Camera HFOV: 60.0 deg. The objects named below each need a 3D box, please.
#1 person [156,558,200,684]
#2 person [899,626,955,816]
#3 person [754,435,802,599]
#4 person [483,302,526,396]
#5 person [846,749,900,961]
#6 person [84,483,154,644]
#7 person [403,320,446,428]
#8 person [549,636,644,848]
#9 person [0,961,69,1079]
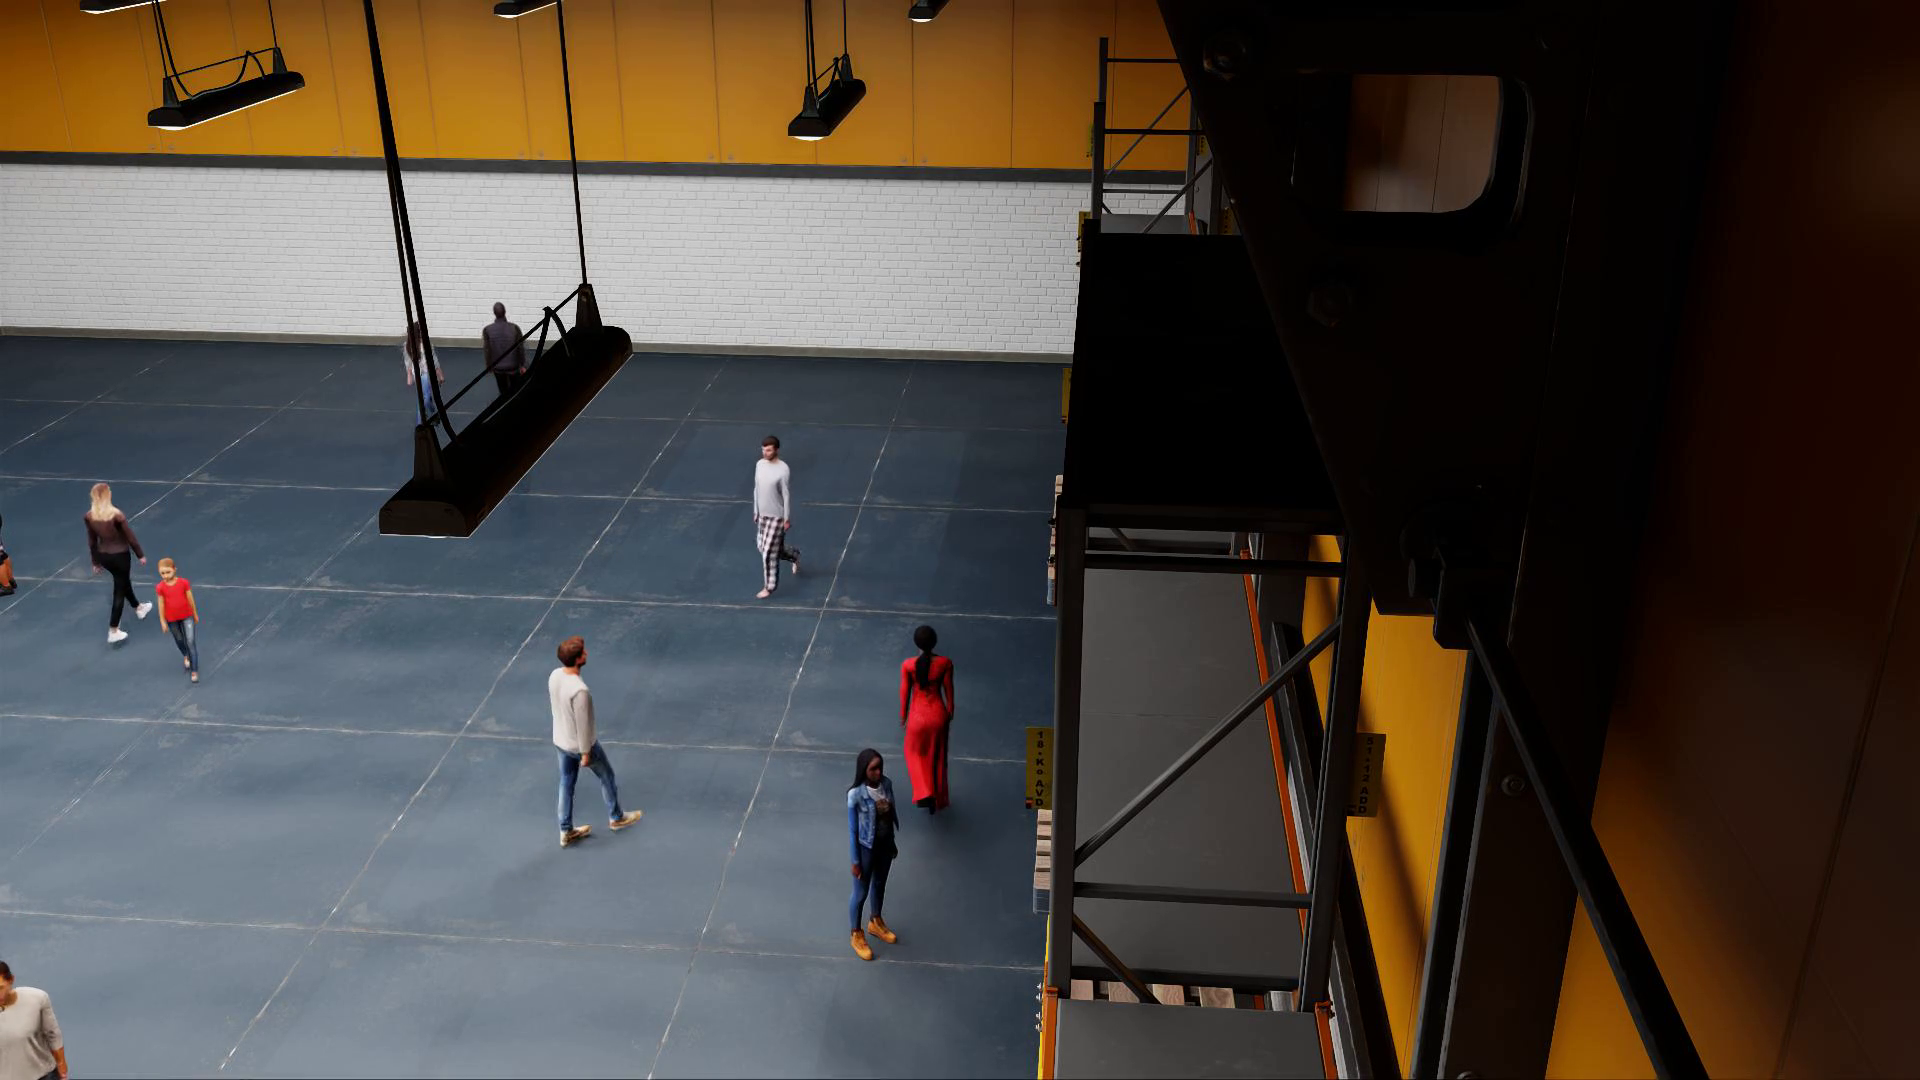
[{"bbox_3d":[-7.829,0.761,16.672,0.741,1.275,0.960,-9,25,-19],"label":"person"},{"bbox_3d":[-0.276,1.588,14.158,0.722,1.774,0.775,-4,24,-8],"label":"person"},{"bbox_3d":[-2.033,-0.303,18.420,0.972,1.826,1.114,17,29,34],"label":"person"},{"bbox_3d":[-6.348,-2.395,23.211,0.809,1.821,0.824,-6,24,-13],"label":"person"},{"bbox_3d":[-0.669,2.329,12.541,0.739,1.711,0.656,21,31,39],"label":"person"},{"bbox_3d":[-8.834,0.264,17.329,0.678,1.660,1.127,4,24,9],"label":"person"},{"bbox_3d":[-7.470,-2.202,23.060,0.798,1.588,1.128,8,25,18],"label":"person"},{"bbox_3d":[-3.252,1.705,13.759,0.967,1.879,1.062,20,31,38],"label":"person"},{"bbox_3d":[-5.799,3.281,10.268,0.791,1.788,0.840,-15,28,-31],"label":"person"}]
